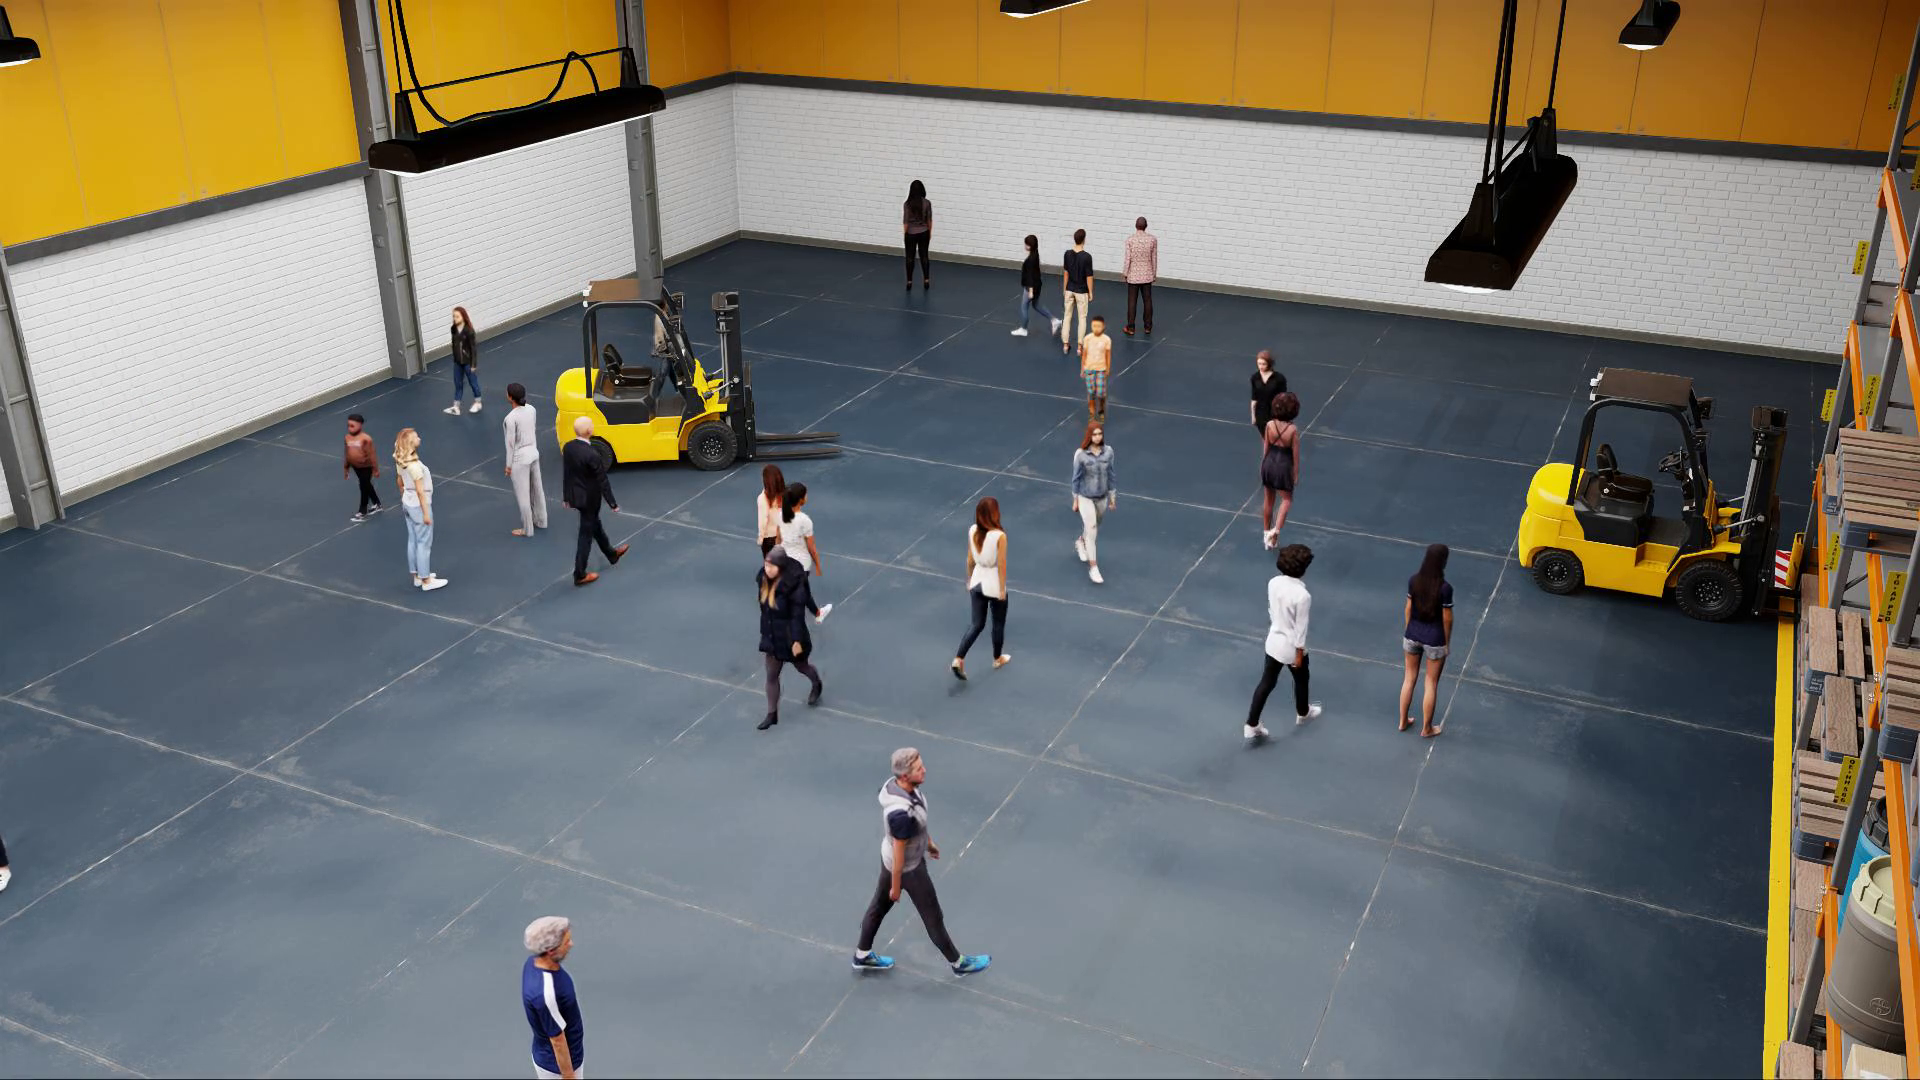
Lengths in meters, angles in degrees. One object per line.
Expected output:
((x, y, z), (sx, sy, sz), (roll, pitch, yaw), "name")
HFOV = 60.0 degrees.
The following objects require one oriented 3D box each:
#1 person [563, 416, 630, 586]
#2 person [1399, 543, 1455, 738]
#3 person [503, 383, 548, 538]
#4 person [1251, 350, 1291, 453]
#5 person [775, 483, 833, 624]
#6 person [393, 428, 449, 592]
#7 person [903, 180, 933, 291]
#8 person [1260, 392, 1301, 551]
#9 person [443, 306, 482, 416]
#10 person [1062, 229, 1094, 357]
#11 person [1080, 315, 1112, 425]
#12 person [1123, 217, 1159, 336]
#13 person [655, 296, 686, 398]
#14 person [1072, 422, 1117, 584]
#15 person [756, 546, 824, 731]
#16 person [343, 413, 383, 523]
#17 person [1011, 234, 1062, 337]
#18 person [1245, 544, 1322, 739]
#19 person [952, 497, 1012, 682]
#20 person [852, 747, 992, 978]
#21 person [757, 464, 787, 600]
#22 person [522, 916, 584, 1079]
((-3.899, -0.370, 17.069), (0.895, 1.770, 1.146), (18, 29, 35), "person")
((3.994, 0.860, 14.261), (0.631, 1.766, 0.612), (19, 30, 37), "person")
((-4.806, -0.902, 18.328), (0.691, 1.737, 0.465), (10, 26, 22), "person")
((3.694, -1.472, 19.706), (0.687, 1.677, 0.686), (12, 26, 26), "person")
((-1.614, 0.285, 15.797), (0.793, 1.588, 1.161), (19, 30, 37), "person")
((-5.560, -0.320, 17.014), (0.669, 1.723, 0.697), (-21, 31, -39), "person")
((-0.706, -5.077, 27.754), (0.748, 1.837, 0.788), (-5, 24, -12), "person")
((3.369, -0.681, 17.780), (0.636, 1.771, 0.757), (12, 26, 26), "person")
((-6.533, -2.398, 22.092), (0.591, 1.464, 0.794), (10, 26, 22), "person")
((1.718, -3.646, 24.459), (0.633, 1.854, 0.545), (12, 26, 26), "person")
((1.774, -2.234, 21.730), (0.584, 1.451, 0.614), (4, 24, 9), "person")
((2.756, -4.046, 25.430), (0.773, 1.808, 0.790), (-4, 24, -8), "person")
((-4.013, -2.545, 22.466), (0.743, 1.433, 1.039), (19, 30, 37), "person")
((1.357, -0.450, 17.376), (1.074, 1.672, 1.140), (-8, 25, -18), "person")
((-1.471, 0.809, 14.532), (0.747, 1.642, 1.118), (14, 27, 28), "person")
((-6.722, -0.852, 18.846), (0.573, 1.230, 0.825), (8, 25, 18), "person")
((1.176, -3.829, 25.187), (0.829, 1.606, 1.007), (6, 24, 13), "person")
((2.717, 0.902, 14.158), (1.224, 1.772, 0.999), (-16, 28, -32), "person")
((0.197, 0.471, 15.152), (0.736, 1.764, 1.080), (17, 29, 33), "person")
((-0.477, 2.201, 11.181), (1.143, 1.775, 1.229), (-2, 24, -5), "person")
((-1.889, -0.081, 16.764), (0.640, 1.485, 0.471), (13, 27, 28), "person")
((-2.289, 2.921, 9.463), (0.769, 1.833, 0.721), (-10, 25, -21), "person")
